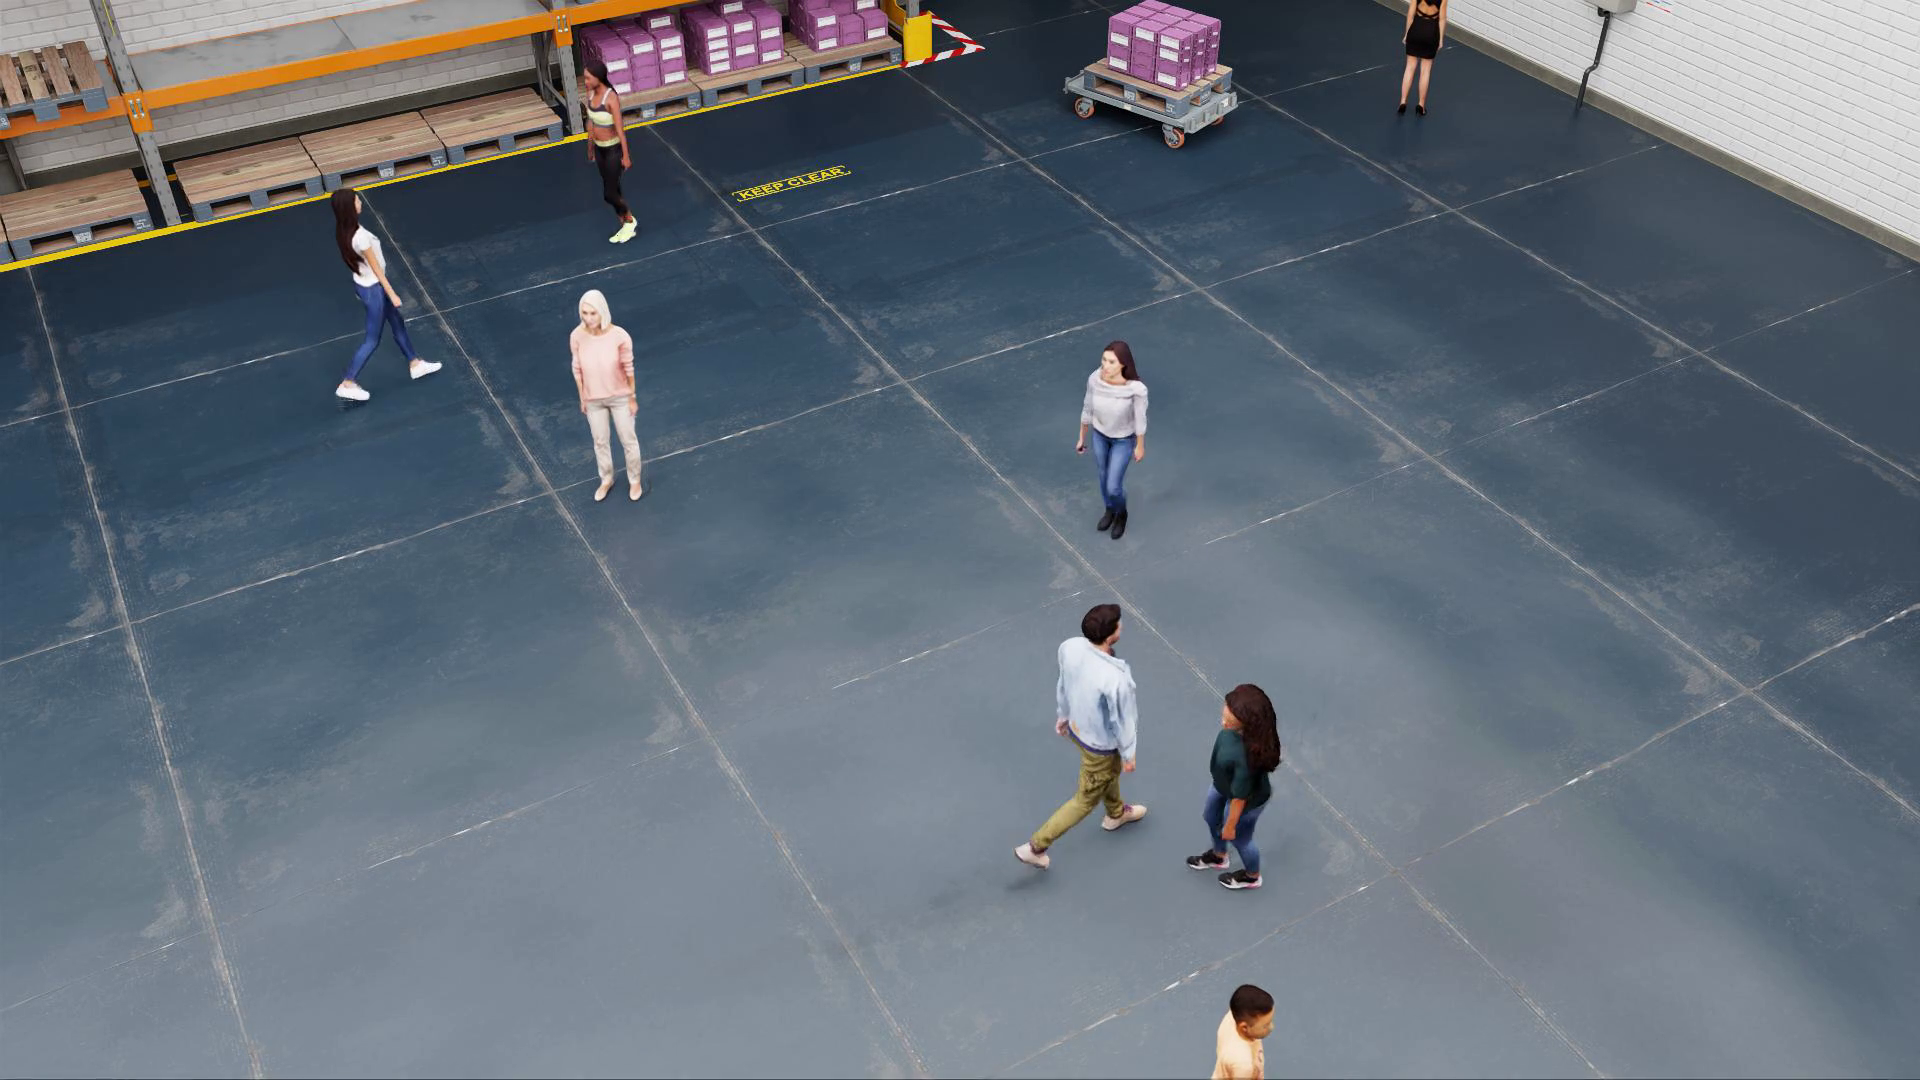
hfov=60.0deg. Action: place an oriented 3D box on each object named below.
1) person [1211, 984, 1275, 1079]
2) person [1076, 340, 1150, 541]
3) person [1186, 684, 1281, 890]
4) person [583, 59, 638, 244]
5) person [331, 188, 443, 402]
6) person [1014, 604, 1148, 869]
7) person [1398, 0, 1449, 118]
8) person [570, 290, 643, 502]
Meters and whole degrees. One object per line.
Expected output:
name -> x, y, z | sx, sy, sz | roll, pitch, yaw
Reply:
person -> 1.253, 2.552, 7.643 | 0.617, 1.460, 0.602 | -1, 39, -2
person -> 1.114, -0.735, 11.635 | 0.712, 1.614, 0.724 | 26, 45, 28
person -> 1.574, 1.359, 9.029 | 0.813, 1.594, 0.757 | 10, 40, 12
person -> -3.084, -3.514, 15.013 | 0.668, 1.742, 0.677 | 29, 47, 31
person -> -4.657, -1.871, 12.957 | 1.104, 1.740, 0.620 | -22, 44, -25
person -> 0.687, 1.124, 9.176 | 1.167, 1.779, 0.713 | -18, 42, -21
person -> 4.783, -5.180, 17.172 | 0.631, 1.650, 0.653 | 16, 41, 20
person -> -2.522, -1.040, 11.928 | 0.631, 1.725, 0.738 | 1, 39, 2
